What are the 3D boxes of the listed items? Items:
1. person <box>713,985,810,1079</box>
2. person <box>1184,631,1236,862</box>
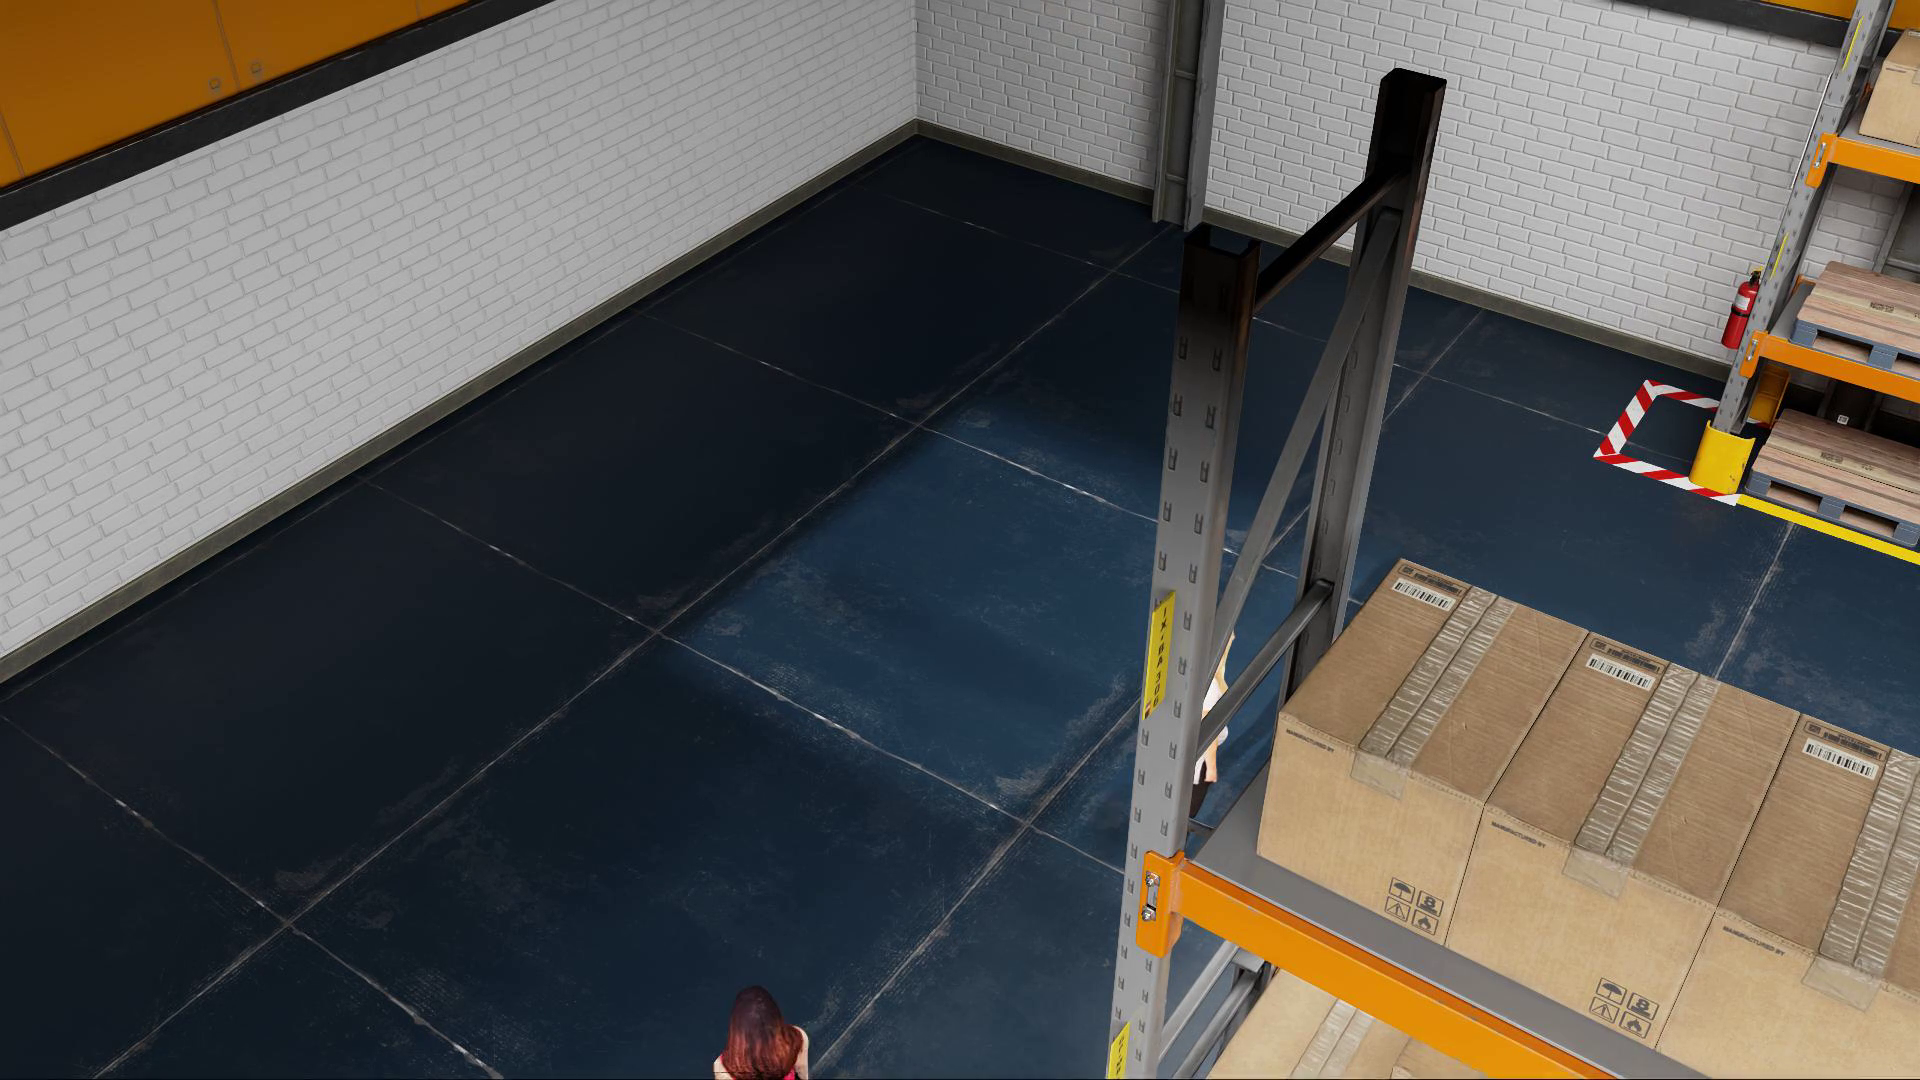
[{"bbox_3d":[-0.828,2.639,7.443,0.969,1.606,1.156,-15,41,-18],"label":"person"},{"bbox_3d":[1.274,1.129,9.159,0.731,1.823,0.661,-8,39,-10],"label":"person"}]
